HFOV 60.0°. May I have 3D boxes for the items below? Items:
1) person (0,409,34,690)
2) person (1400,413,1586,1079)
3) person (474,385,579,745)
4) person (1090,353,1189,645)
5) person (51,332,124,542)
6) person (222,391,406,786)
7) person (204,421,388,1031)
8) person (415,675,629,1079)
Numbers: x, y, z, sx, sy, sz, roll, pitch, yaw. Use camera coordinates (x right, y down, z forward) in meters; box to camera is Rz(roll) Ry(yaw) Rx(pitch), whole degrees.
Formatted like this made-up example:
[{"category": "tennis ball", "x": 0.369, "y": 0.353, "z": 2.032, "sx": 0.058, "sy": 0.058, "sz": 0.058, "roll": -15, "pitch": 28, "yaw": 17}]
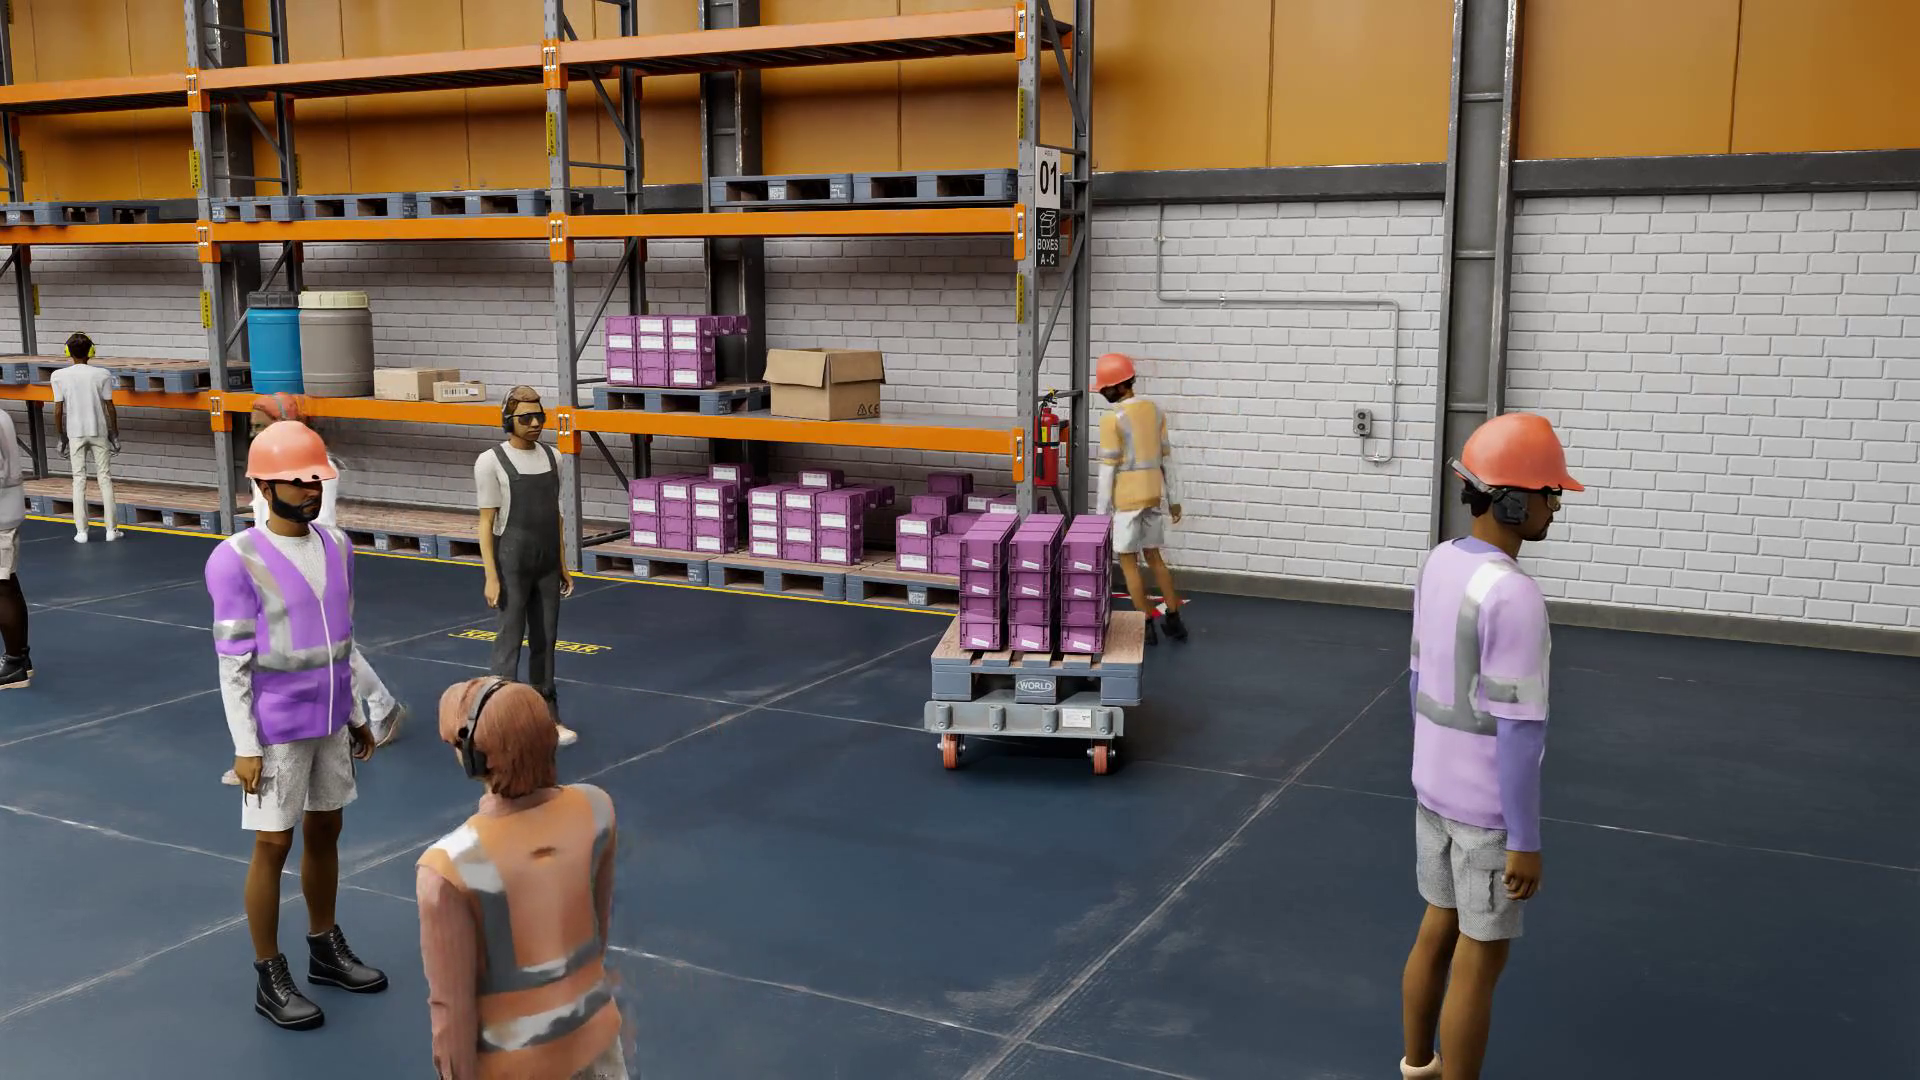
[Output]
[{"category": "person", "x": -5.597, "y": -0.116, "z": 9.590, "sx": 0.361, "sy": 1.964, "sz": 0.615, "roll": -4, "pitch": 10, "yaw": -21}, {"category": "person", "x": 1.420, "y": 0.678, "z": 4.459, "sx": 0.392, "sy": 2.041, "sz": 0.615, "roll": -1, "pitch": 9, "yaw": -6}, {"category": "person", "x": -2.162, "y": 0.150, "z": 8.322, "sx": 0.334, "sy": 1.845, "sz": 0.513, "roll": 7, "pitch": 11, "yaw": 36}, {"category": "person", "x": 1.132, "y": -0.260, "z": 10.721, "sx": 0.628, "sy": 1.888, "sz": 0.501, "roll": -8, "pitch": 12, "yaw": -41}, {"category": "person", "x": -7.753, "y": -0.911, "z": 14.790, "sx": 0.513, "sy": 1.872, "sz": 0.328, "roll": -4, "pitch": 10, "yaw": -24}, {"category": "person", "x": -3.160, "y": 0.196, "z": 8.067, "sx": 0.593, "sy": 1.853, "sz": 0.964, "roll": 5, "pitch": 10, "yaw": 27}, {"category": "person", "x": -2.121, "y": 0.581, "z": 5.378, "sx": 0.360, "sy": 1.939, "sz": 0.543, "roll": 4, "pitch": 10, "yaw": 24}, {"category": "person", "x": -0.863, "y": 1.065, "z": 3.439, "sx": 0.861, "sy": 1.600, "sz": 0.506, "roll": 7, "pitch": 12, "yaw": 38}]
